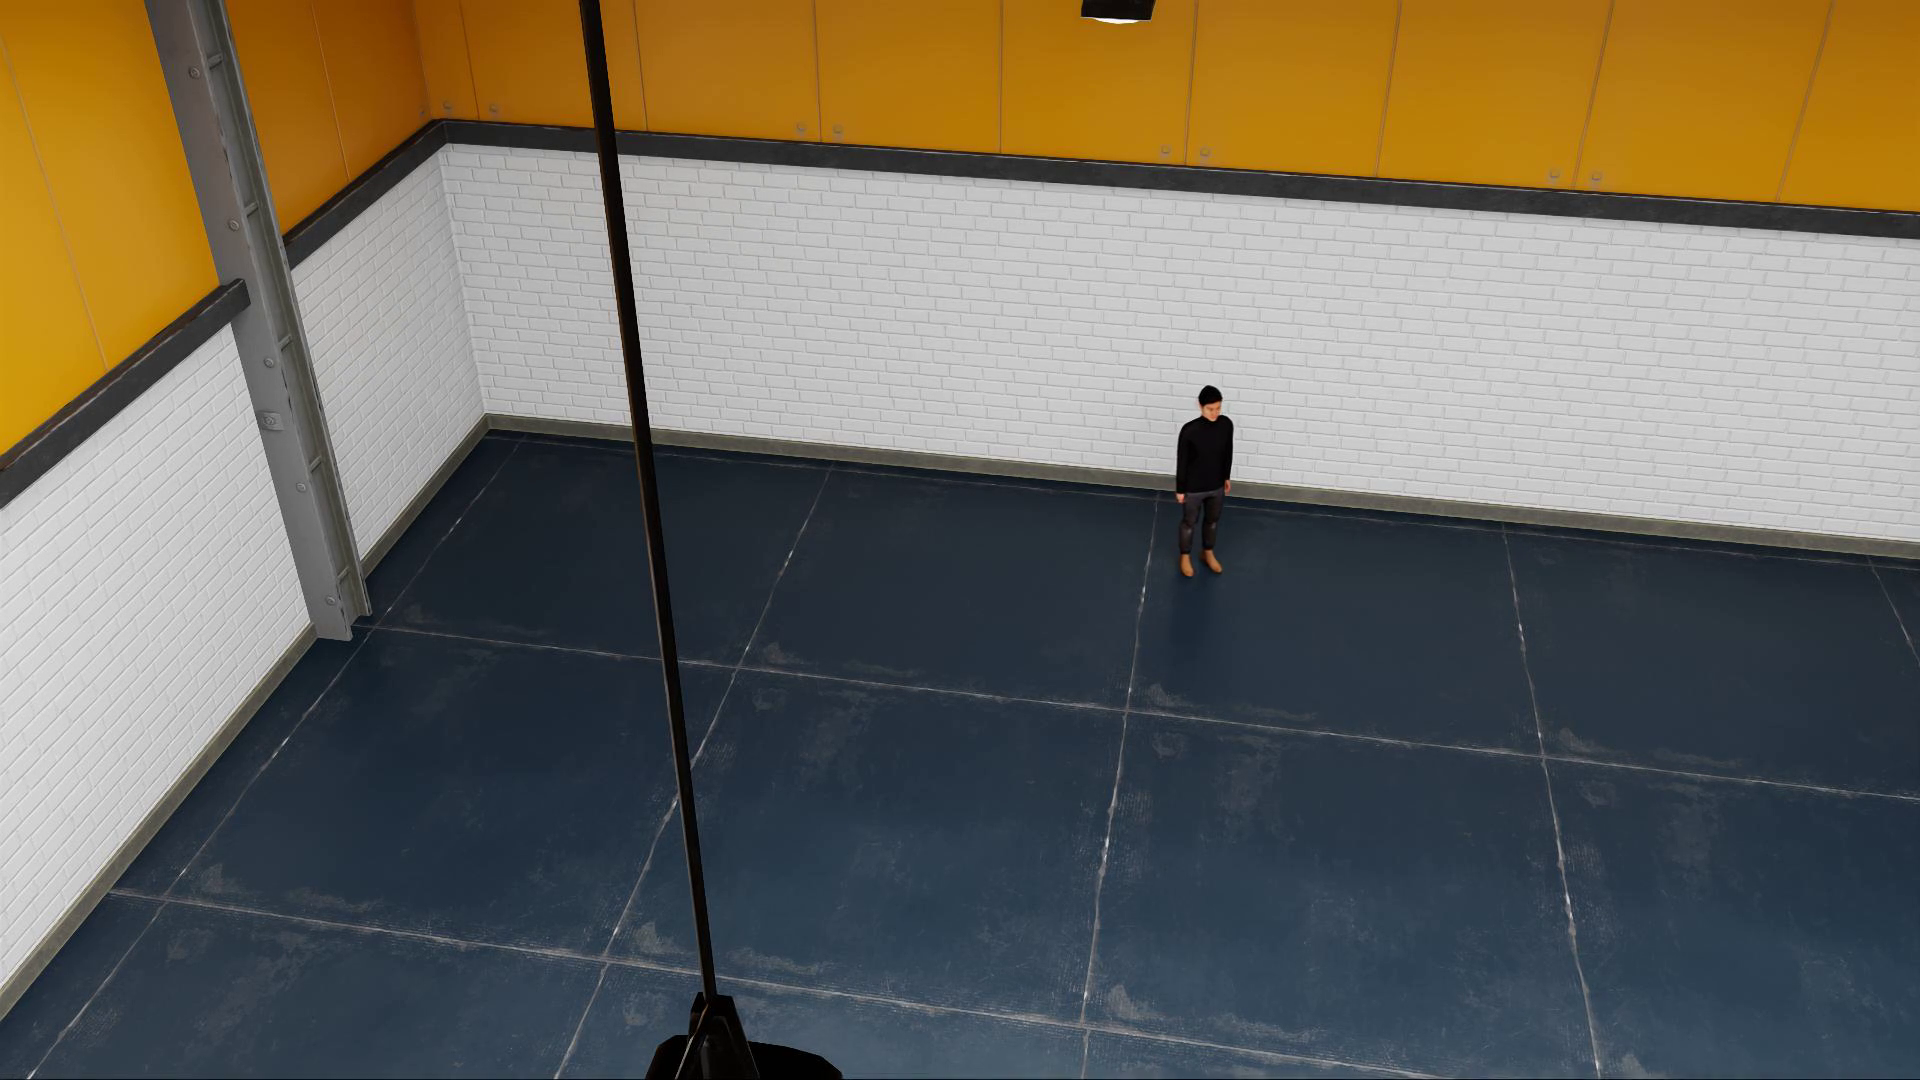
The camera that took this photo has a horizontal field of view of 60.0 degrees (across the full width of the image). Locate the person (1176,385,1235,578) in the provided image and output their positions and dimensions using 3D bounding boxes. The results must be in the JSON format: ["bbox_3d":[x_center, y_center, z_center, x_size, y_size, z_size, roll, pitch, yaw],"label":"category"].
[{"bbox_3d":[1.978,-0.501,13.506,0.730,1.720,0.727,-11,35,-17],"label":"person"}]
